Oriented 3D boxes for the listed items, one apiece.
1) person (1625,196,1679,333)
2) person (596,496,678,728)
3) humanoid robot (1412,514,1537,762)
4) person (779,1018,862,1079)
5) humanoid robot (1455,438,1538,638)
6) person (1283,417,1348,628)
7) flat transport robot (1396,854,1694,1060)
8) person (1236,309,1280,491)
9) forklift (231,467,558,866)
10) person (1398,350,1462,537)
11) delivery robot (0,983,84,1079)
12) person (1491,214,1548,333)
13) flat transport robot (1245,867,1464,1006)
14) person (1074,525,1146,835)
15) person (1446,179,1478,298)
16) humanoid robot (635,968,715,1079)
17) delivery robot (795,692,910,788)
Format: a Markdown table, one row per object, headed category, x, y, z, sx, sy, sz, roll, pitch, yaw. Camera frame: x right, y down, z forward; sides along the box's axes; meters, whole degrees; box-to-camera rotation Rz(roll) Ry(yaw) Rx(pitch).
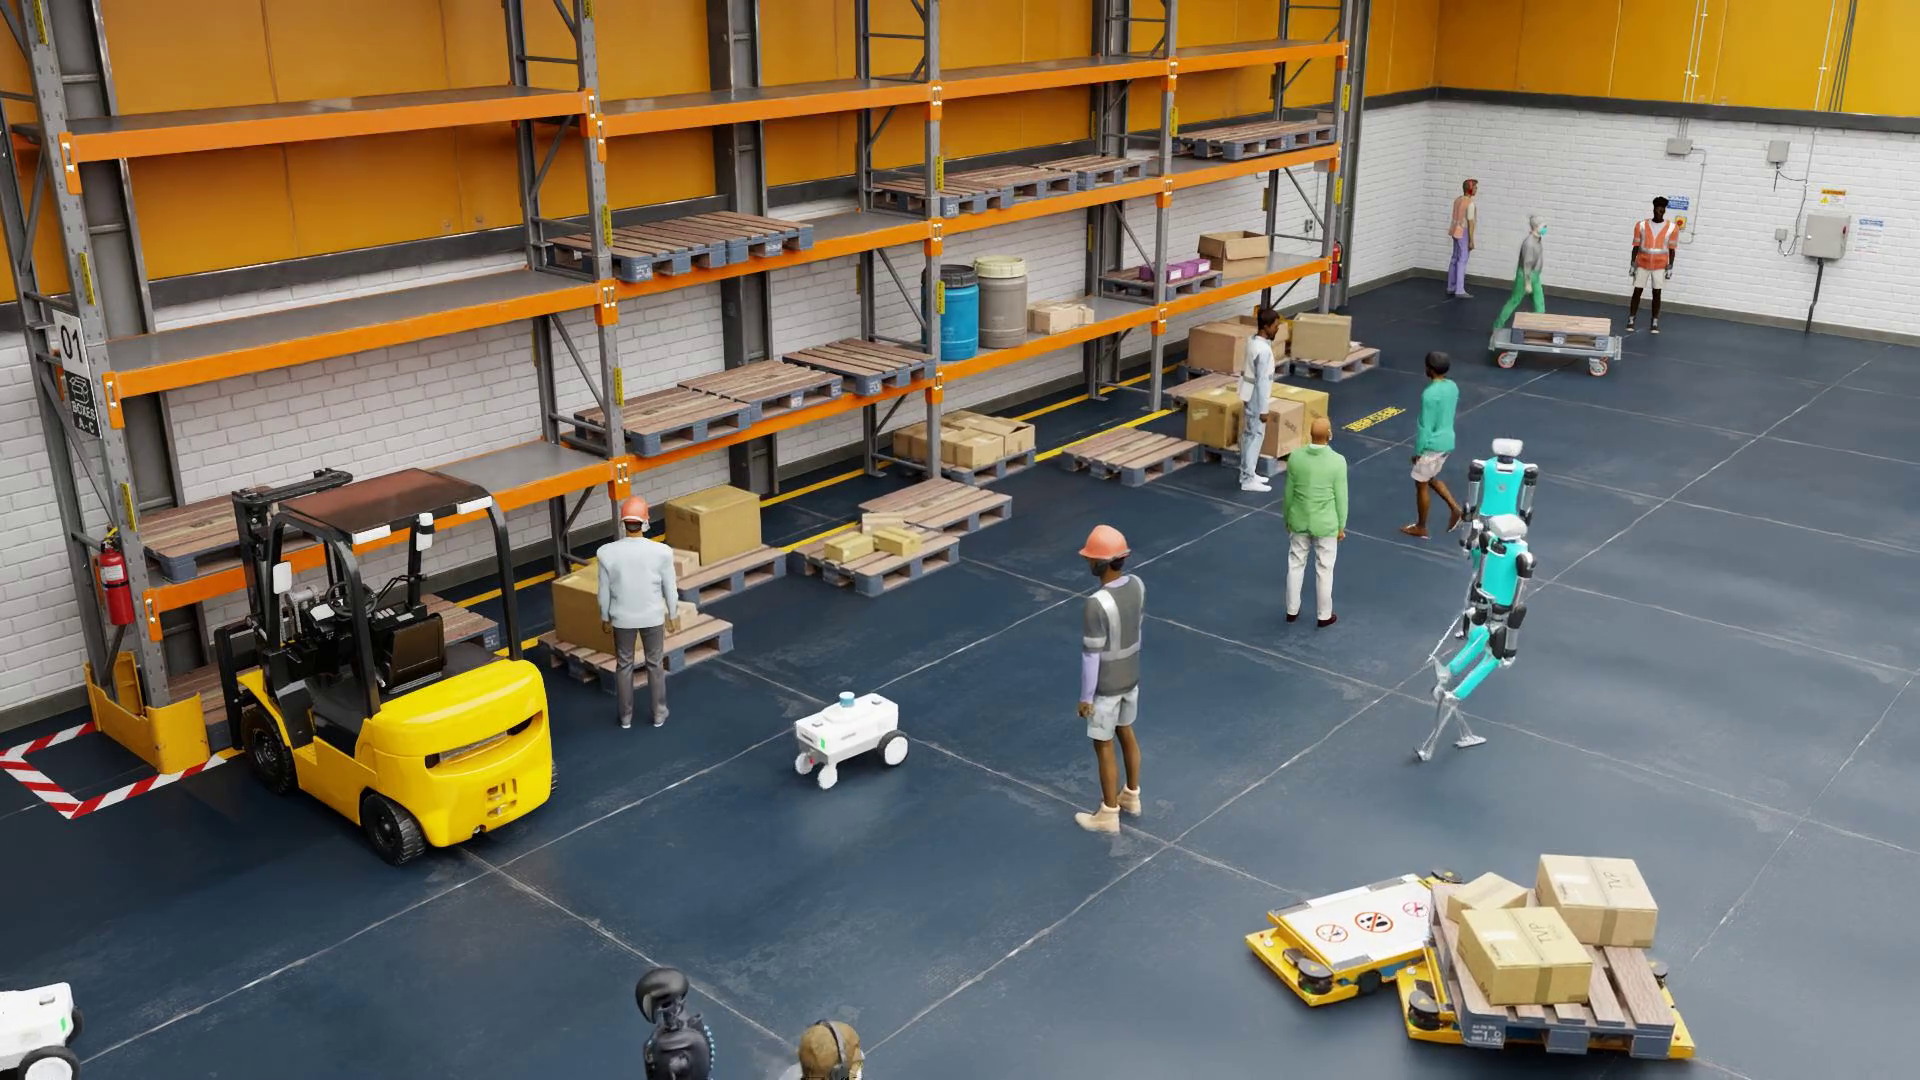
| category | x | y | z | sx | sy | sz | roll | pitch | yaw |
| --- | --- | --- | --- | --- | --- | --- | --- | --- | --- |
| person | 9.898 | -3.940 | 23.803 | 0.600 | 1.955 | 0.381 | 9 | 22 | 23 |
| person | -2.317 | 0.525 | 12.008 | 0.572 | 1.738 | 0.350 | -3 | 21 | -9 |
| humanoid robot | 3.480 | 0.747 | 11.543 | 0.788 | 1.879 | 0.550 | -7 | 21 | -17 |
| person | -0.427 | 2.609 | 6.153 | 1.055 | 1.867 | 0.661 | -5 | 21 | -12 |
| humanoid robot | 4.330 | -0.039 | 13.528 | 0.567 | 1.778 | 0.780 | 4 | 21 | 10 |
| person | 2.935 | -0.146 | 13.760 | 0.537 | 1.784 | 0.386 | 11 | 23 | 26 |
| flat transport robot | 3.092 | 2.457 | 8.894 | 1.431 | 0.231 | 0.659 | 2 | 20 | 6 |
| person | 3.056 | -1.438 | 17.091 | 0.413 | 1.907 | 0.597 | 0 | 20 | -1 |
| forklift | -3.730 | 0.710 | 10.856 | 2.313 | 2.155 | 1.214 | 17 | 26 | 38 |
| person | 4.503 | -0.874 | 15.667 | 0.544 | 1.833 | 0.494 | 19 | 28 | 42 |
| delivery robot | -4.832 | 2.498 | 8.344 | 0.769 | 0.577 | 0.499 | -9 | 22 | -23 |
| person | 7.996 | -3.676 | 23.317 | 0.971 | 1.790 | 0.540 | 16 | 26 | 37 |
| flat transport robot | 2.410 | 2.245 | 9.467 | 1.431 | 0.231 | 0.659 | -9 | 22 | -22 |
| person | 0.935 | 0.881 | 10.641 | 0.434 | 2.030 | 0.618 | 13 | 24 | 32 |
| person | 7.879 | -4.731 | 26.091 | 0.388 | 1.847 | 0.563 | -4 | 21 | -10 |
| humanoid robot | -1.081 | 2.475 | 6.813 | 0.393 | 1.639 | 0.611 | -6 | 21 | -16 |
| delivery robot | -0.752 | 1.339 | 11.524 | 0.781 | 0.605 | 0.499 | -17 | 26 | -39 |
